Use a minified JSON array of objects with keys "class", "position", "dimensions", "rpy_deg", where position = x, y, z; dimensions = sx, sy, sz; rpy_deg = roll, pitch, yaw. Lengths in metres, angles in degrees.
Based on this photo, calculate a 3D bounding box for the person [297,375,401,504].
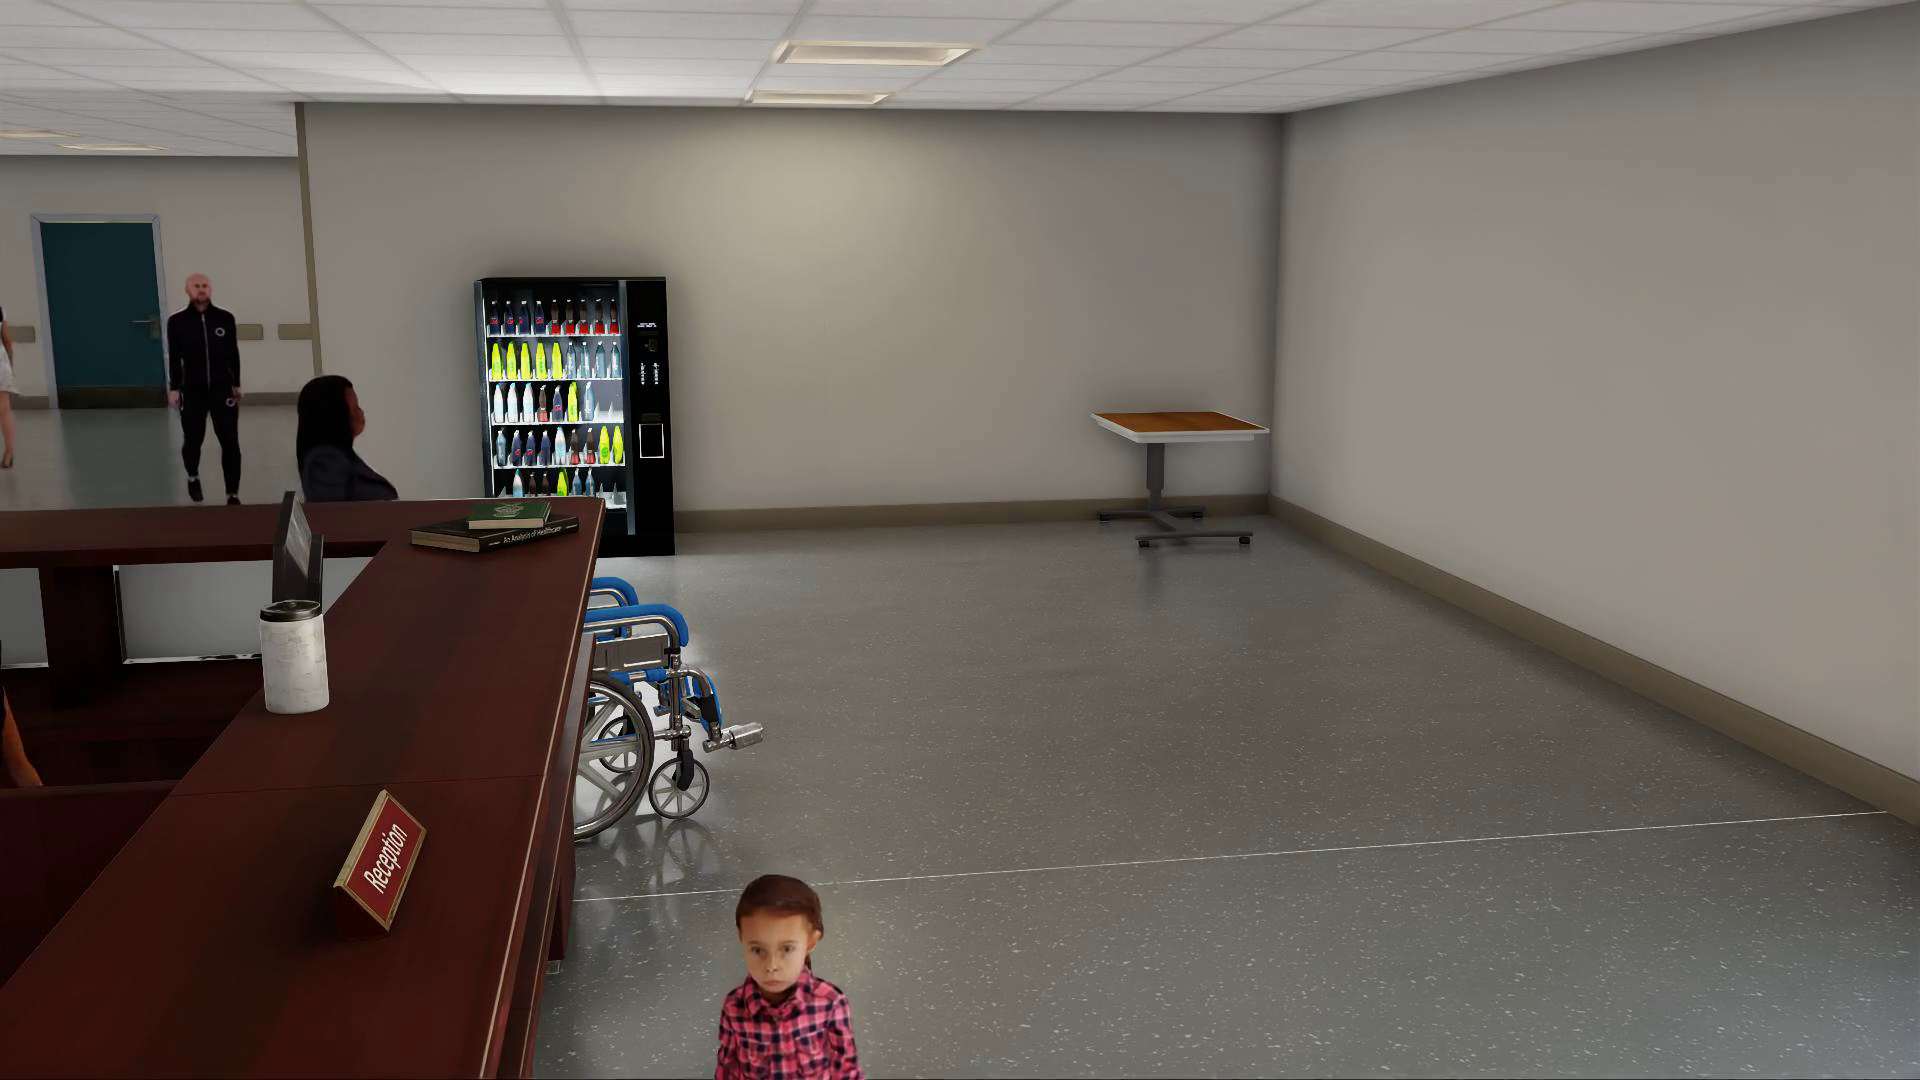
[{"class":"person","position":[-2.558,0.141,6.758],"dimensions":[1.131,1.574,0.908],"rpy_deg":[-7,13,-32]}]

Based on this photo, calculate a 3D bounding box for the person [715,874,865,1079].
[{"class":"person","position":[-0.307,1.110,3.171],"dimensions":[0.689,1.008,0.531],"rpy_deg":[-1,11,-4]}]

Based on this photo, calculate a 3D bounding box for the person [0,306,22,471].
[{"class":"person","position":[-8.511,-1.426,14.643],"dimensions":[1.212,1.714,1.121],"rpy_deg":[-10,15,-43]}]

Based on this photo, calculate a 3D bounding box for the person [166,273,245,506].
[{"class":"person","position":[-5.802,-1.111,12.763],"dimensions":[1.254,1.796,1.058],"rpy_deg":[-6,12,-30]}]
